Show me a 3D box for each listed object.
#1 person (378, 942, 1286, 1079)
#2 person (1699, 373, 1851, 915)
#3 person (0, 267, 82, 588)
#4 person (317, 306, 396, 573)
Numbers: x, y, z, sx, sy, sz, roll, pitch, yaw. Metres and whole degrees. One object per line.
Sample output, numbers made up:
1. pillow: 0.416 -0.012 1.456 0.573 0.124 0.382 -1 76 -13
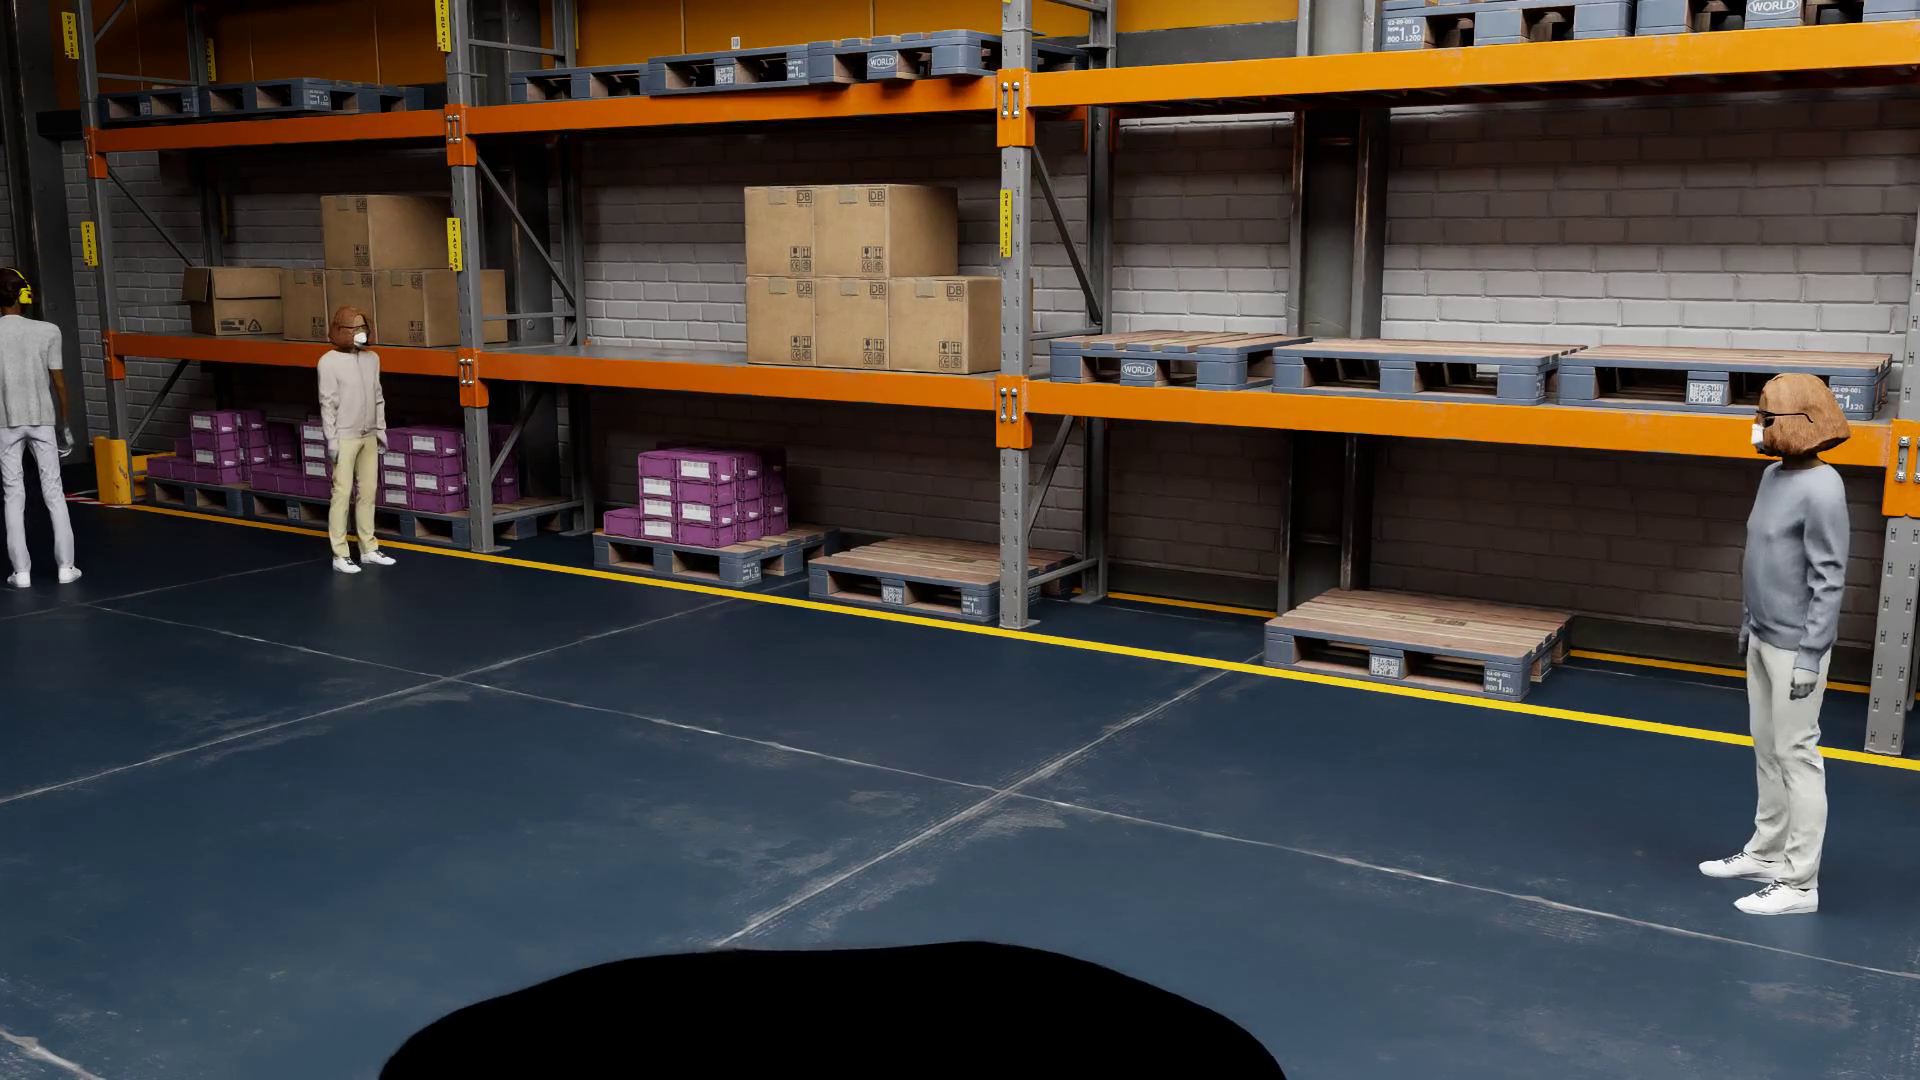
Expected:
1. person: -0.087 0.891 1.037 0.598 1.916 0.378 -1 10 -4
2. person: 2.483 0.313 5.021 0.269 1.632 0.504 1 10 7
3. person: -5.484 -0.651 9.731 0.517 1.865 0.334 -6 12 -29
4. person: -3.706 -0.613 10.193 0.284 1.626 0.500 4 11 22
